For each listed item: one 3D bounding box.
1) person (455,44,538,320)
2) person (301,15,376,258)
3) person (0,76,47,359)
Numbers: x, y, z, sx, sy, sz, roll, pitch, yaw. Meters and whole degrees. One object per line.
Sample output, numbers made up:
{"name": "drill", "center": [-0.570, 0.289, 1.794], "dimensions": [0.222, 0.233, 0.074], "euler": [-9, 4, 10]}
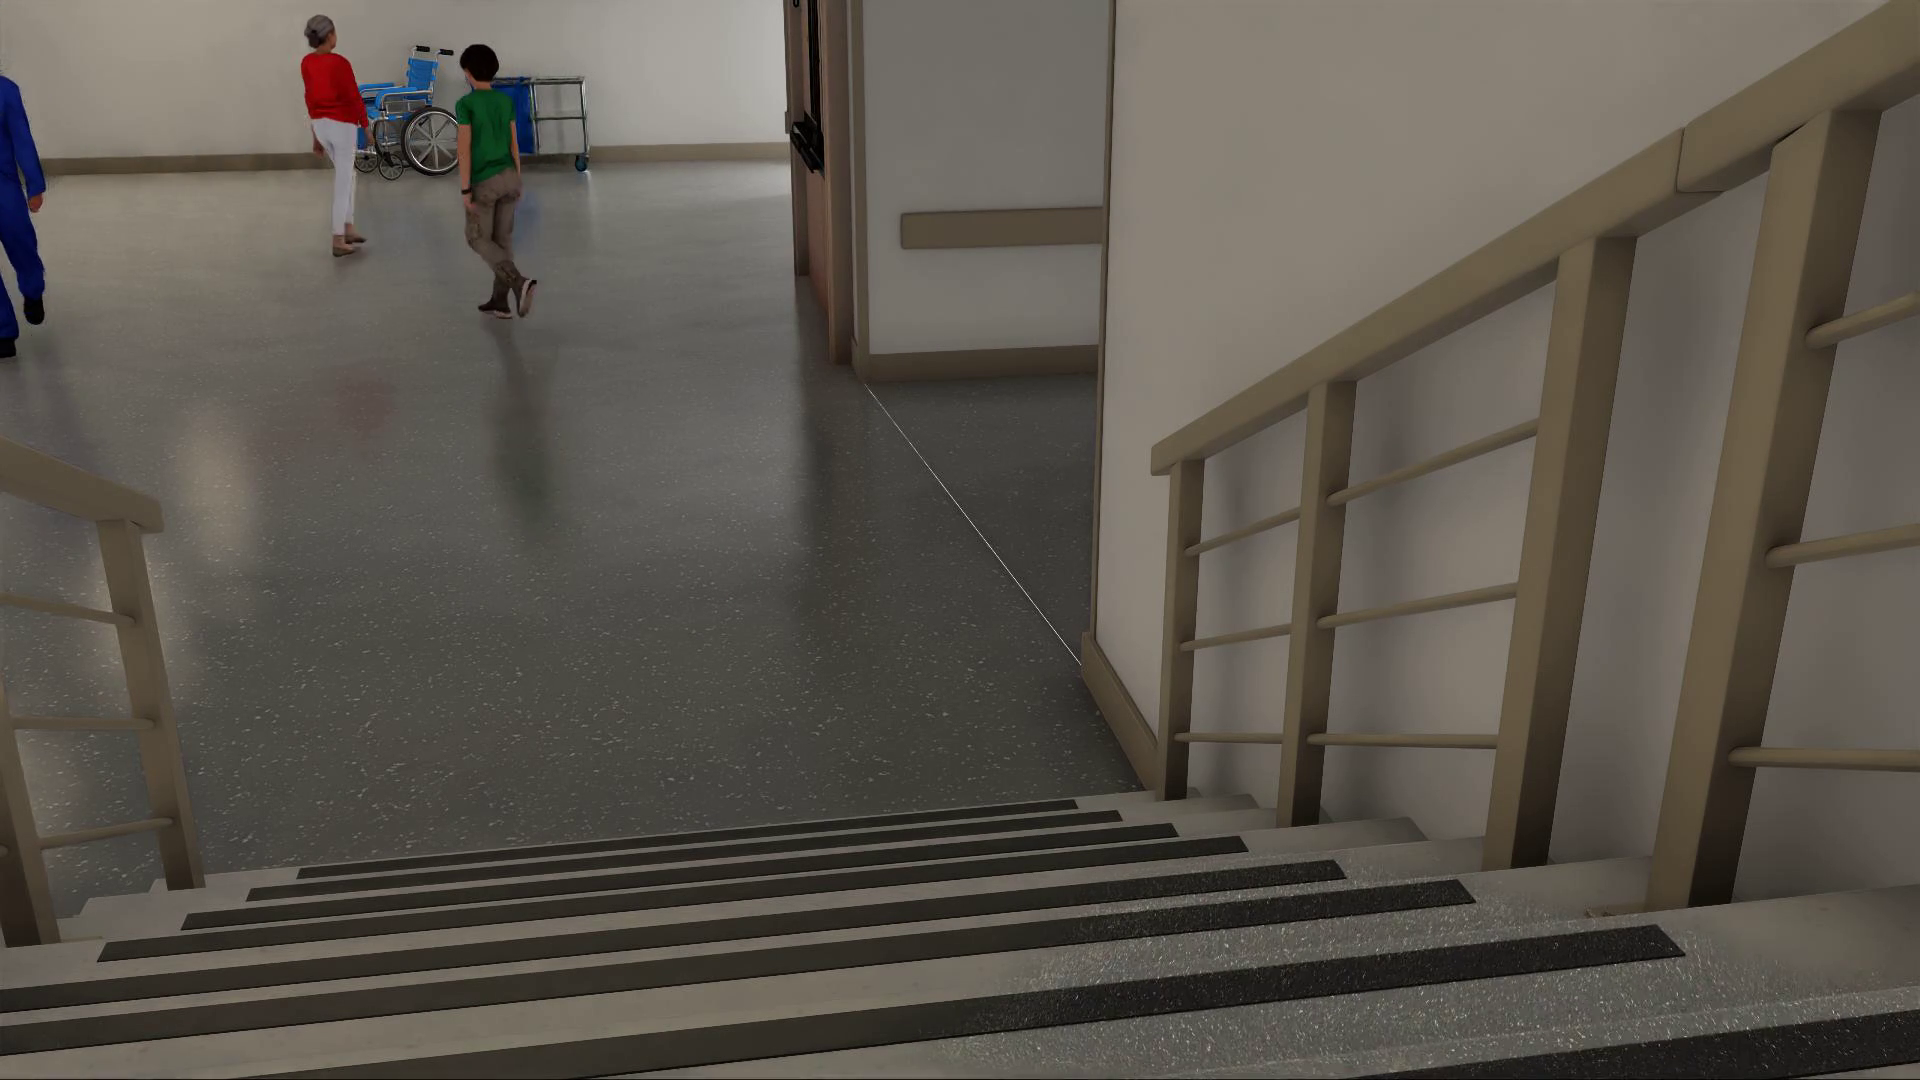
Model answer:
{"name": "person", "center": [-2.758, -2.106, 9.960], "dimensions": [1.003, 1.635, 0.898], "euler": [18, 27, 39]}
{"name": "person", "center": [-4.526, -2.874, 11.927], "dimensions": [0.732, 1.678, 0.818], "euler": [9, 22, 21]}
{"name": "person", "center": [-5.447, -1.954, 9.311], "dimensions": [0.872, 1.810, 1.030], "euler": [-9, 22, -22]}
